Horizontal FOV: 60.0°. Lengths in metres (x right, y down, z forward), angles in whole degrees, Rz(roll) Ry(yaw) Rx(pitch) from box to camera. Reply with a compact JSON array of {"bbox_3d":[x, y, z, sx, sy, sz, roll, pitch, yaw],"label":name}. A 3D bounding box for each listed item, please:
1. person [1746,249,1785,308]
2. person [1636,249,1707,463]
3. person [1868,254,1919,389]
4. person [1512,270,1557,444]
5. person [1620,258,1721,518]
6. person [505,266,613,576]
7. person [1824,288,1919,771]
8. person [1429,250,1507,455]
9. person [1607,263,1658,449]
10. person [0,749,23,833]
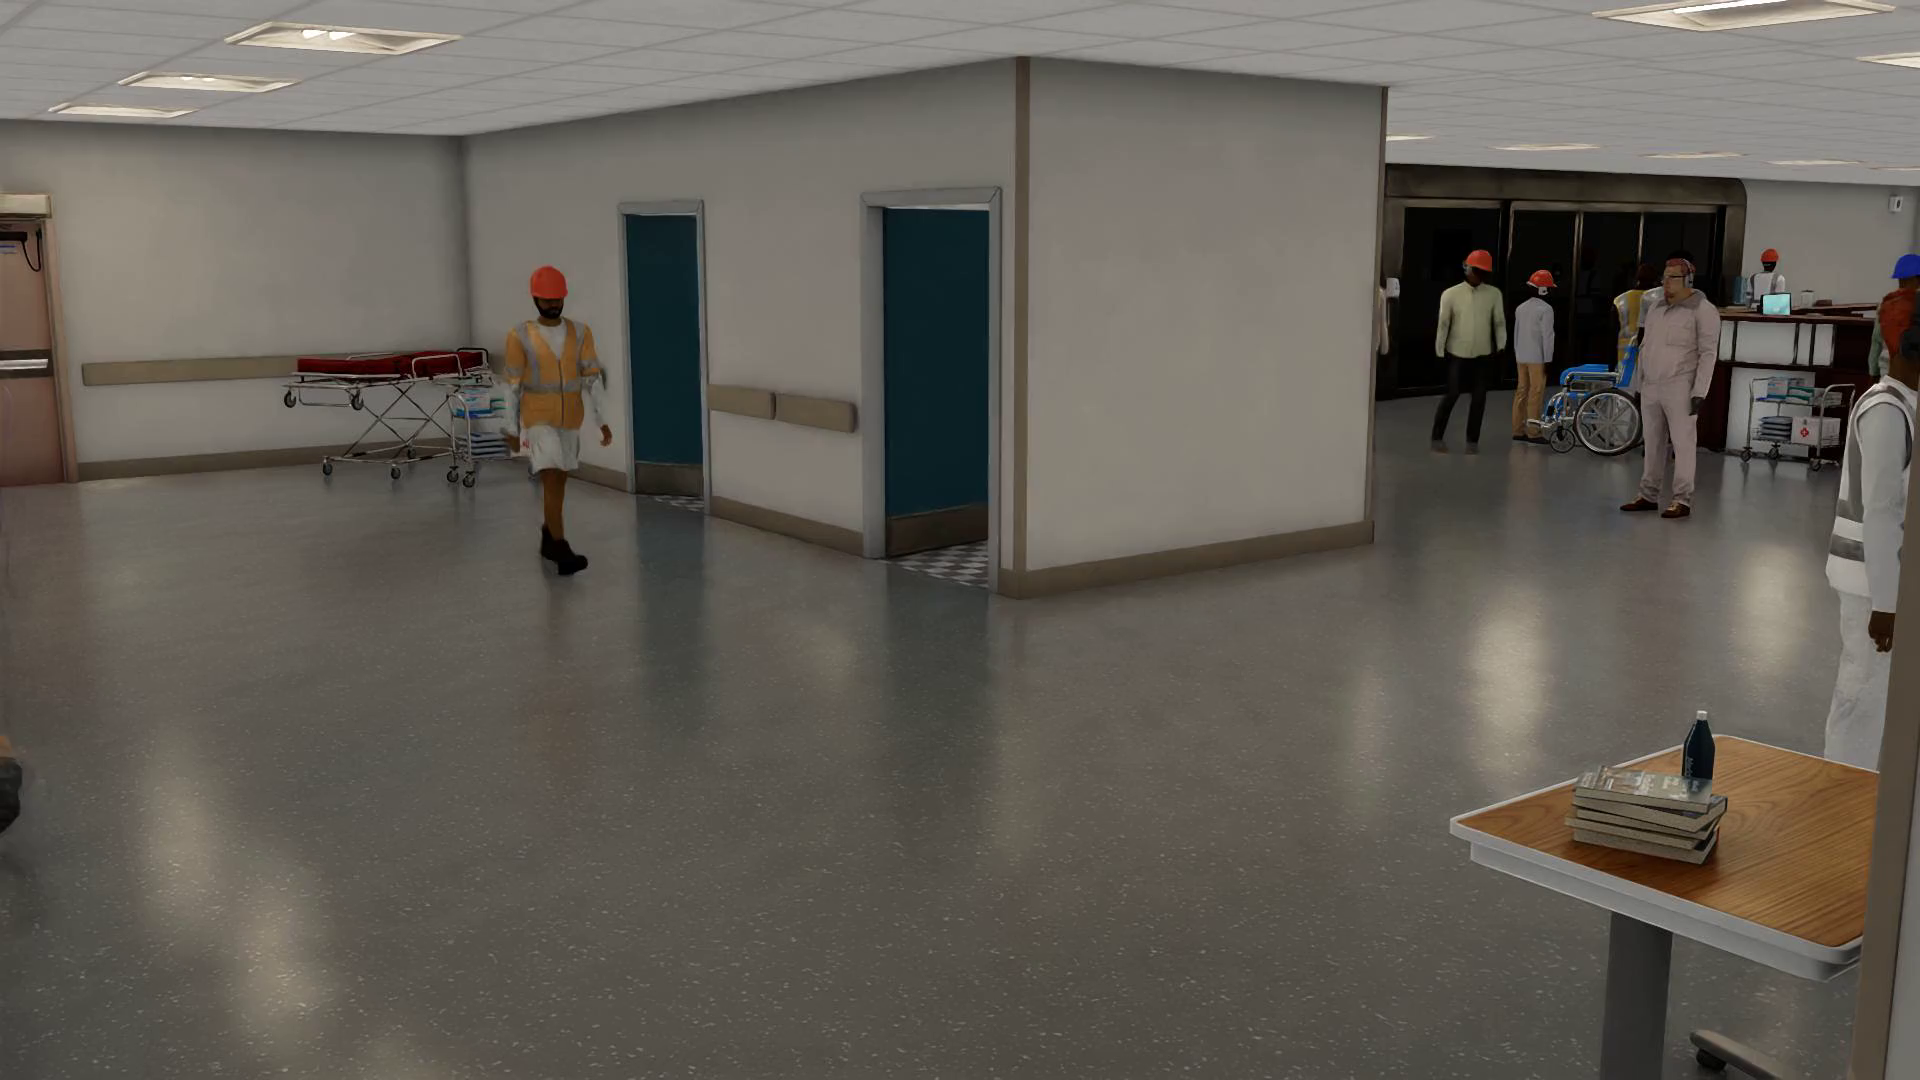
[{"bbox_3d":[11.608,-3.215,23.971,0.352,1.942,0.546,-8,13,-37],"label":"person"},{"bbox_3d":[6.571,-1.691,15.369,0.614,1.961,0.361,9,13,40],"label":"person"},{"bbox_3d":[7.809,-1.386,13.760,0.417,1.933,0.617,-7,12,-33],"label":"person"},{"bbox_3d":[5.829,-1.847,16.827,0.338,1.752,0.564,-3,10,-14],"label":"person"},{"bbox_3d":[5.261,-1.122,12.343,0.406,1.910,0.637,-5,11,-25],"label":"person"},{"bbox_3d":[-2.509,-0.745,10.323,0.554,1.885,0.986,-7,12,-35],"label":"person"},{"bbox_3d":[2.953,0.149,5.291,0.355,1.883,0.574,6,12,30],"label":"person"},{"bbox_3d":[4.893,-1.798,15.995,0.661,1.956,0.500,-1,10,-6],"label":"person"},{"bbox_3d":[6.523,-1.720,15.923,0.633,1.836,0.429,5,11,24],"label":"person"},{"bbox_3d":[-3.577,0.044,5.511,0.854,2.024,0.616,5,11,25],"label":"person"}]
